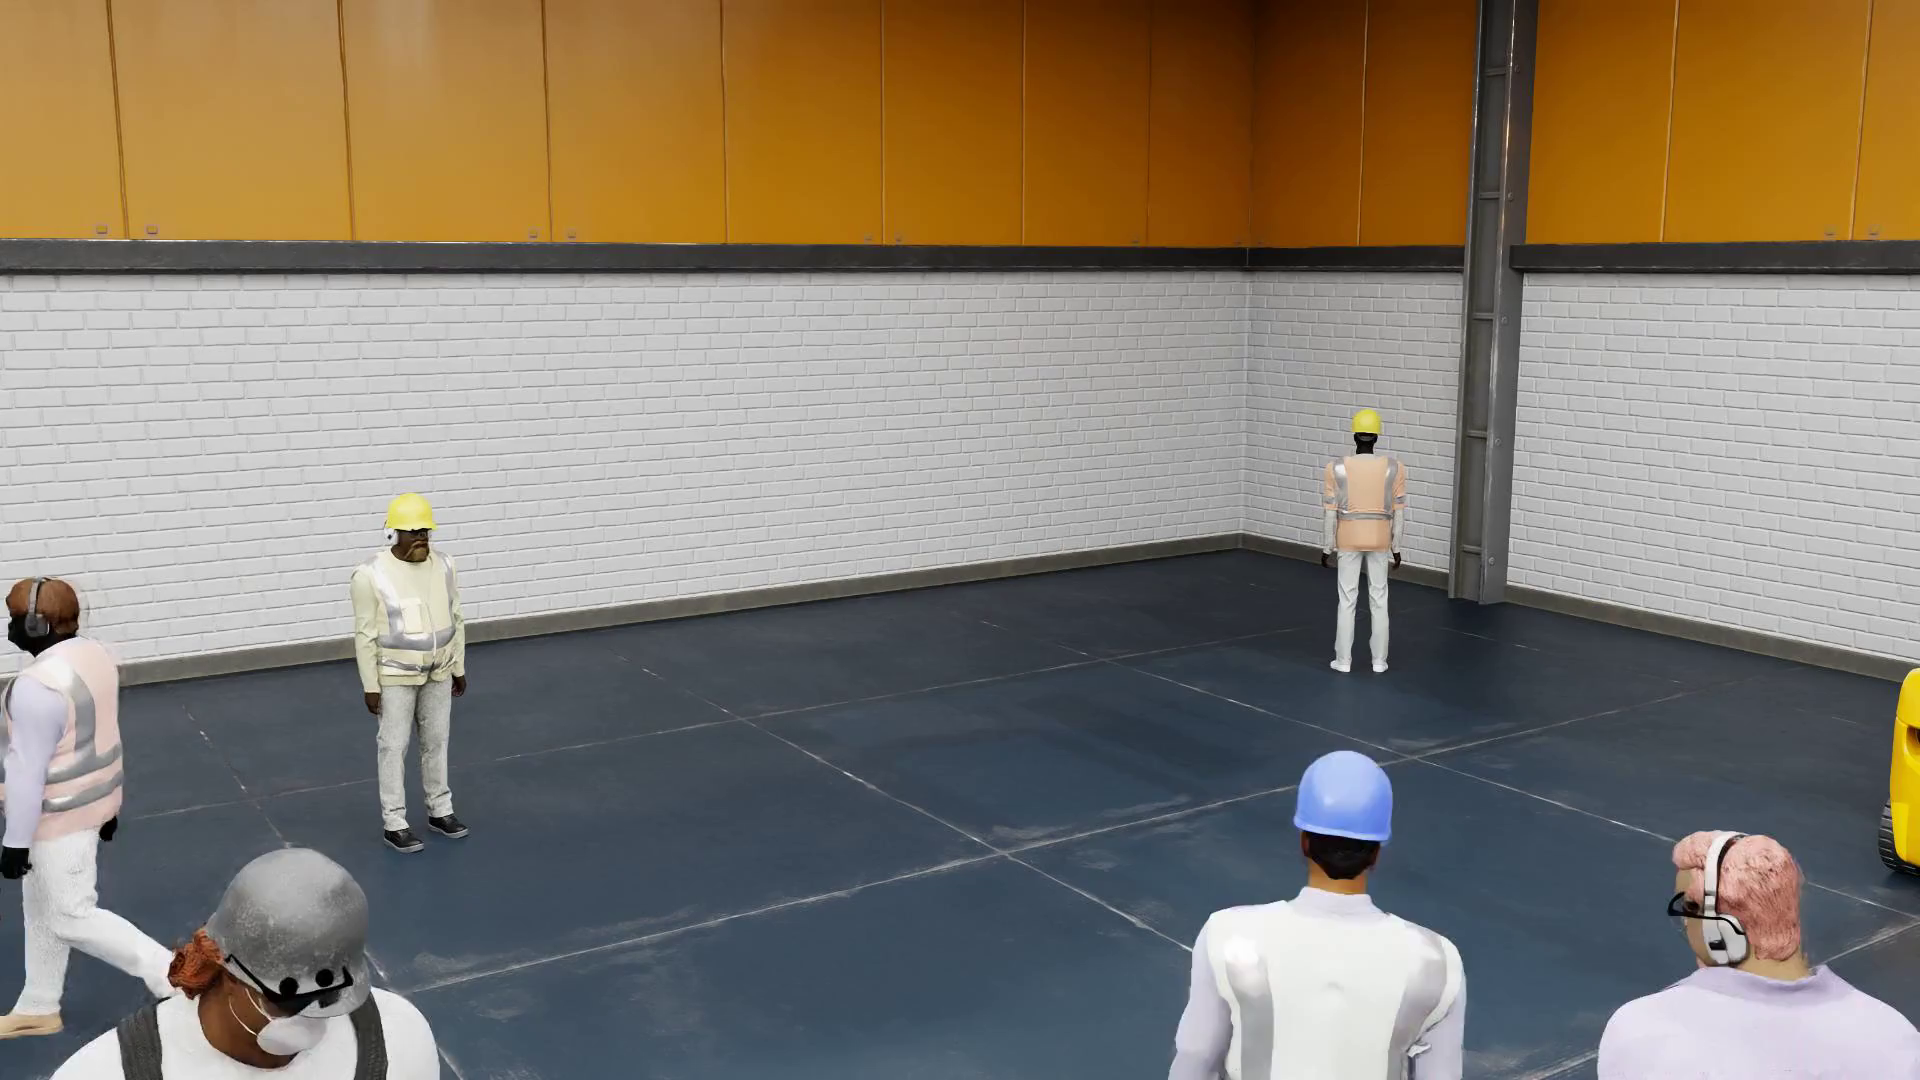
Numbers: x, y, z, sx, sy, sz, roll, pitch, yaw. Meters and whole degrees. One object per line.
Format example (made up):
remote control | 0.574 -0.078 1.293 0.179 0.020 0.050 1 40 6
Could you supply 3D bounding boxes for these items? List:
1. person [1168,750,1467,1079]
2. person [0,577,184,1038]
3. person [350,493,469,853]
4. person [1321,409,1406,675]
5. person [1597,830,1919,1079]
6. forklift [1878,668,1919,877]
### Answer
person | 0.768 1.435 3.657 0.648 1.926 0.886 1 9 4
person | -3.324 1.033 6.285 0.830 1.816 0.628 -2 10 -11
person | -2.774 0.663 8.466 0.403 1.825 0.592 8 12 40
person | 2.907 0.020 12.027 0.585 1.928 0.369 1 9 6
person | 1.531 1.490 3.294 0.689 1.885 0.426 0 9 3
forklift | 5.511 0.571 7.906 2.313 2.155 1.214 -6 11 -33
